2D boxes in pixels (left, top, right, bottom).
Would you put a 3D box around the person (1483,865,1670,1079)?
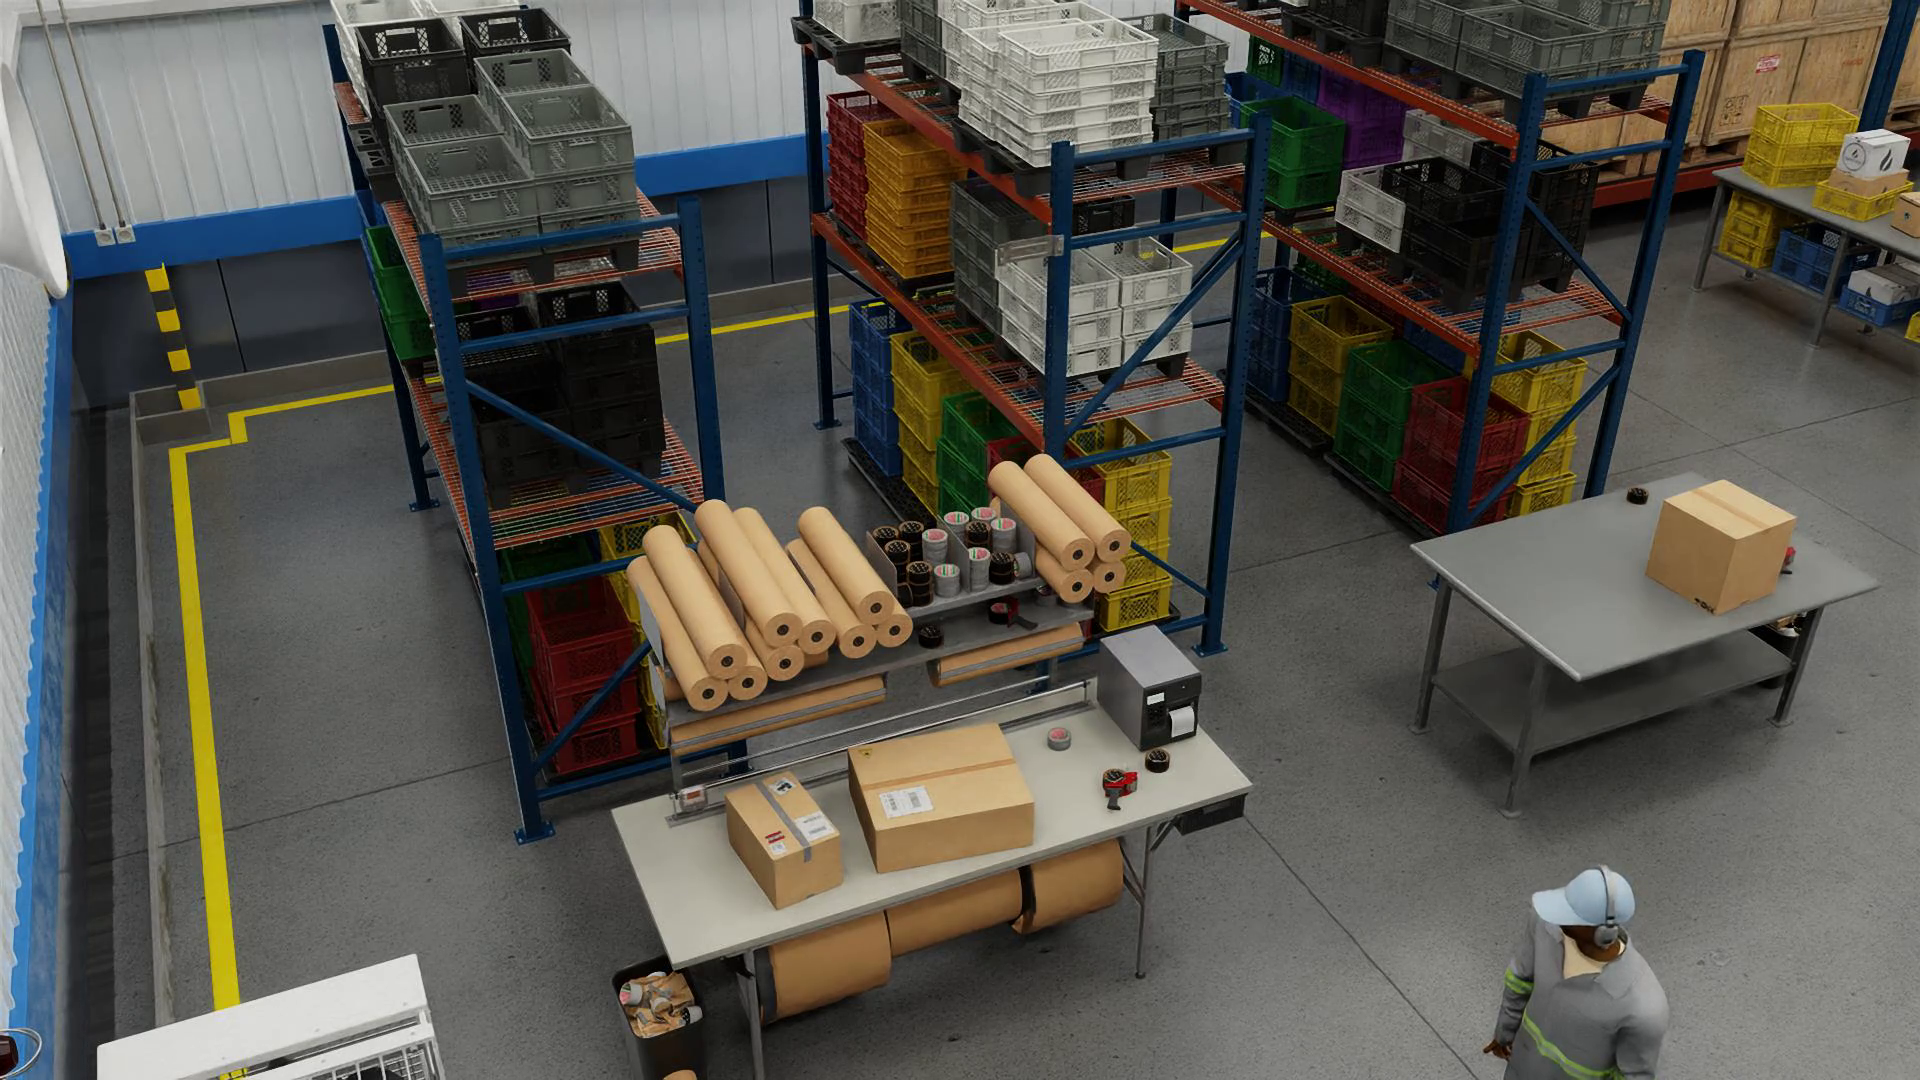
[{"bbox_3d":[1.979,1.797,5.544,0.390,1.849,0.594,-13,34,-20],"label":"person"}]
